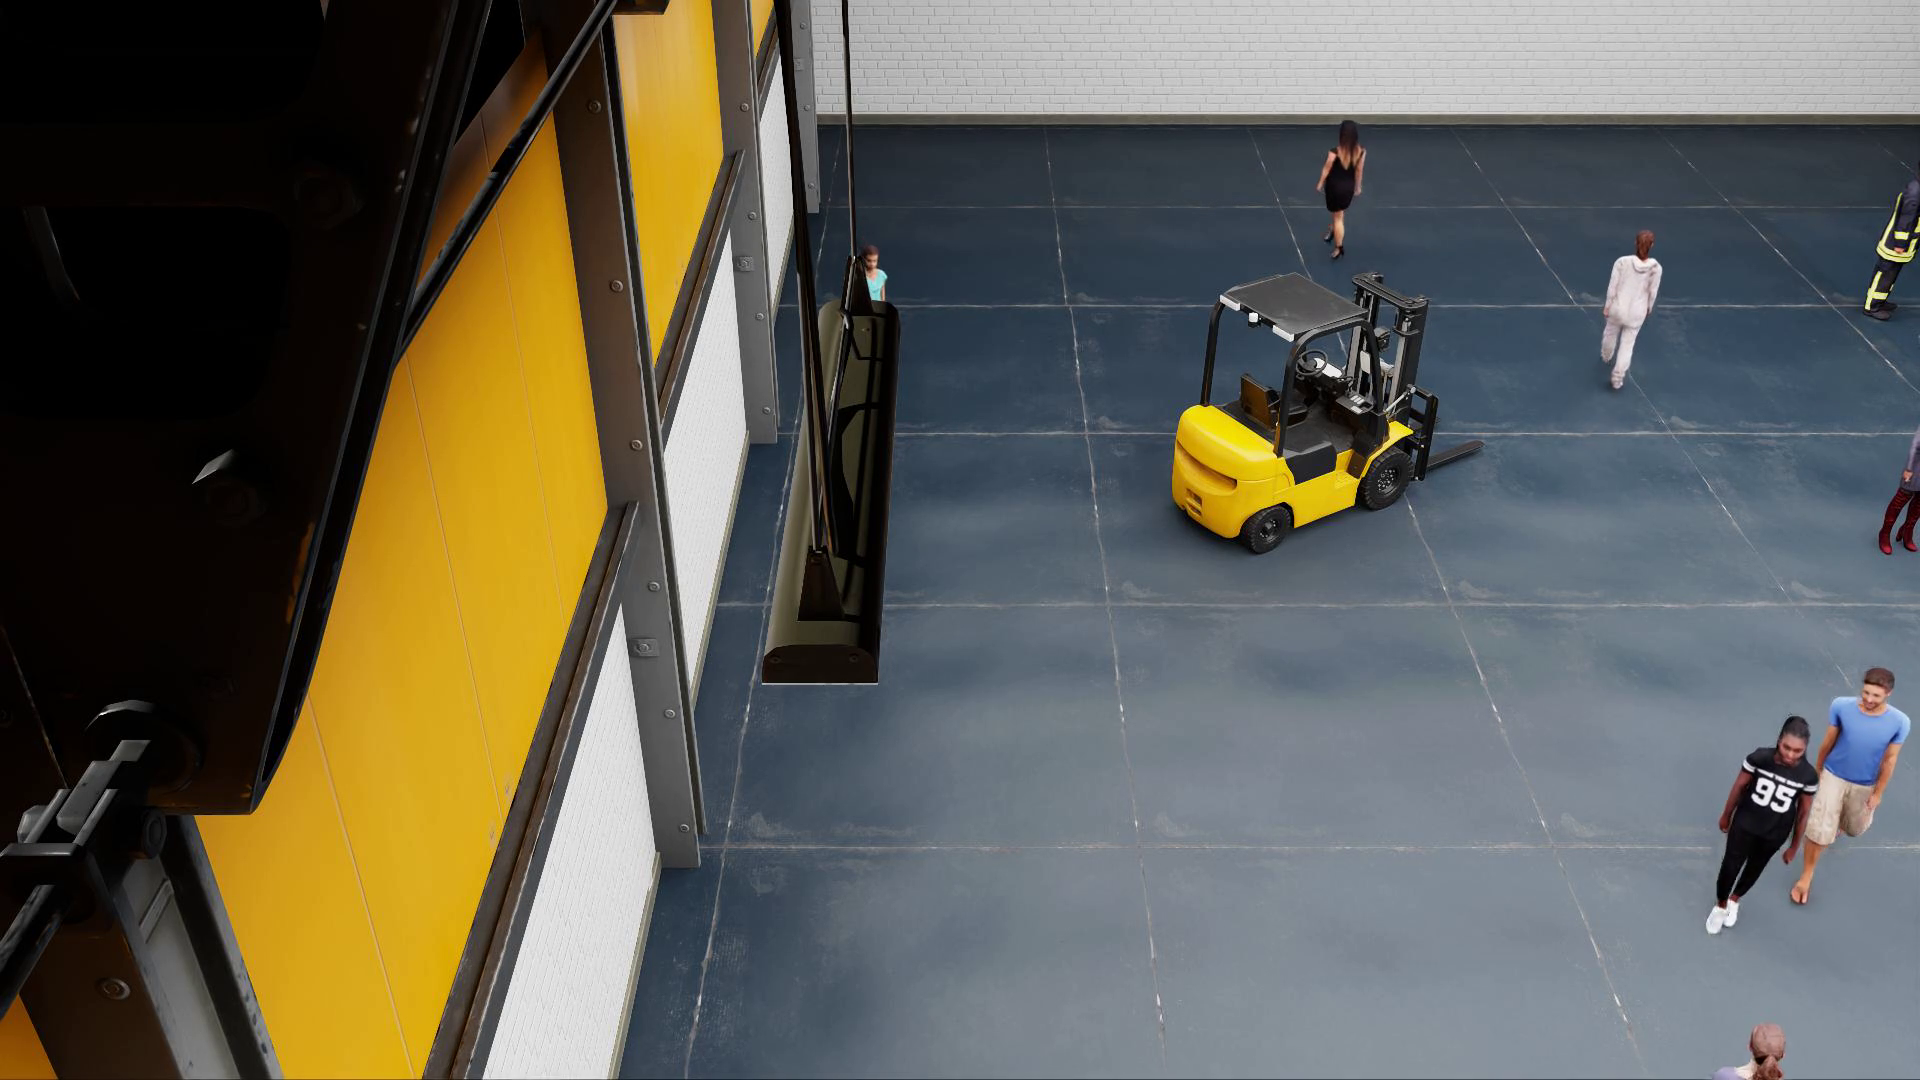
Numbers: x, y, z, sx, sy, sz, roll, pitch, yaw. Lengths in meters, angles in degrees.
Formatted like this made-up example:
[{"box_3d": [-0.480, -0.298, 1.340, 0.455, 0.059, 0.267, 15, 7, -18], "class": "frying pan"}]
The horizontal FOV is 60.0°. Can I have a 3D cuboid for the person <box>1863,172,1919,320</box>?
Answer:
[{"box_3d": [10.699, -3.467, 18.873, 0.958, 1.926, 0.861, 23, 40, 31], "class": "person"}]

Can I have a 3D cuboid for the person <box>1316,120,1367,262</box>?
[{"box_3d": [4.669, -4.203, 20.193, 0.839, 1.690, 0.962, -13, 36, -19], "class": "person"}]

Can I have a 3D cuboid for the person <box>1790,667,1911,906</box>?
[{"box_3d": [6.086, 1.580, 11.361, 1.004, 1.835, 1.222, 17, 37, 24], "class": "person"}]

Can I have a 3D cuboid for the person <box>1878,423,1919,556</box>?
[{"box_3d": [8.610, -0.656, 14.839, 0.607, 1.710, 0.557, -5, 34, -7], "class": "person"}]

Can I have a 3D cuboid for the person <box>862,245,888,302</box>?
[{"box_3d": [-0.985, -2.424, 17.666, 0.590, 1.524, 1.080, -1, 34, -2], "class": "person"}]

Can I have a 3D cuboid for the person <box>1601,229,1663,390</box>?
[{"box_3d": [7.029, -2.388, 17.508, 0.922, 1.640, 1.162, 14, 36, 19], "class": "person"}]

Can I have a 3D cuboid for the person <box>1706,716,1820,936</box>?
[{"box_3d": [5.331, 1.854, 11.054, 0.763, 1.719, 0.800, 16, 37, 22], "class": "person"}]
